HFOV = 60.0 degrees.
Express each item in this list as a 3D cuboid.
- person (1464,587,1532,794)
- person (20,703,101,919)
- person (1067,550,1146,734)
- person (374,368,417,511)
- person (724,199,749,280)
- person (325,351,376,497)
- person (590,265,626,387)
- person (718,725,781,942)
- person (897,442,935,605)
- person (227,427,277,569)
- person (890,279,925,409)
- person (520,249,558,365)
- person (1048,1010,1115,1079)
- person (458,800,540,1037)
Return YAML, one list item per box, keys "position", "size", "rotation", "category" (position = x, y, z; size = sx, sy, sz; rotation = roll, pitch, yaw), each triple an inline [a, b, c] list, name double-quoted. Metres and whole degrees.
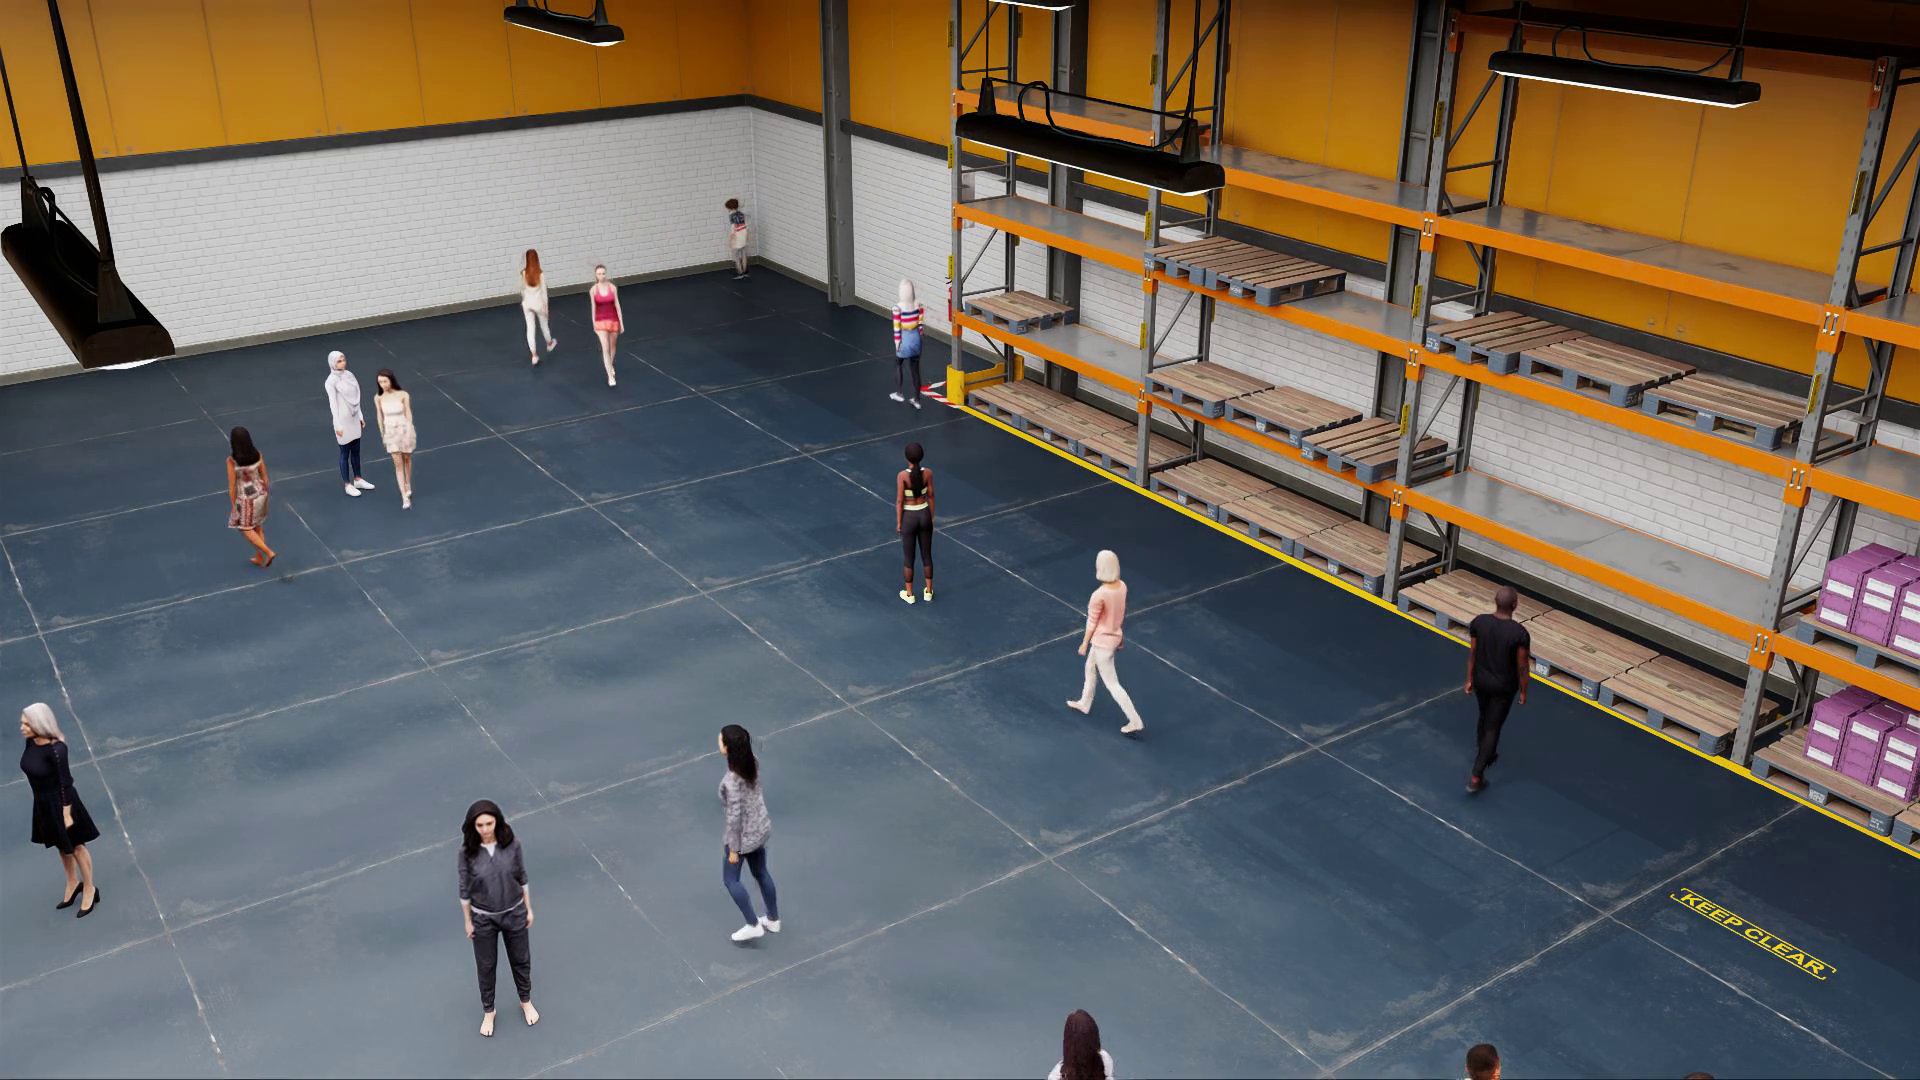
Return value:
- position: [4.446, 1.258, 13.901]
  size: [0.837, 1.803, 0.953]
  rotation: [-22, 32, -40]
  category: "person"
- position: [-6.684, 1.985, 12.308]
  size: [0.640, 1.747, 0.745]
  rotation: [13, 27, 26]
  category: "person"
- position: [1.360, 0.943, 14.767]
  size: [1.182, 1.686, 0.828]
  rotation: [17, 29, 33]
  category: "person"
- position: [-6.630, -1.229, 19.742]
  size: [0.840, 1.682, 1.116]
  rotation: [-5, 24, -11]
  category: "person"
- position: [-3.912, -5.386, 29.577]
  size: [0.737, 1.420, 0.633]
  rotation: [-19, 30, -36]
  category: "person"
- position: [-7.403, -1.423, 20.068]
  size: [0.704, 1.776, 0.688]
  rotation: [9, 25, 20]
  category: "person"
- position: [-5.103, -3.134, 24.070]
  size: [0.751, 1.706, 1.186]
  rotation: [-9, 25, -19]
  category: "person"
- position: [-1.513, 2.133, 12.006]
  size: [0.791, 1.717, 0.754]
  rotation: [9, 25, 19]
  category: "person"
- position: [-0.450, -0.183, 17.256]
  size: [0.615, 1.755, 0.604]
  rotation: [-7, 25, -16]
  category: "person"
- position: [-7.624, -0.419, 17.950]
  size: [0.912, 1.633, 0.803]
  rotation: [16, 28, 32]
  category: "person"
- position: [-0.655, -2.695, 22.961]
  size: [0.726, 1.789, 0.830]
  rotation: [-11, 26, -23]
  category: "person"
- position: [-6.371, -3.449, 24.829]
  size: [1.012, 1.674, 1.151]
  rotation: [0, 24, 1]
  category: "person"
- position: [0.724, 3.381, 9.276]
  size: [0.627, 1.616, 0.864]
  rotation: [-16, 28, -31]
  category: "person"
- position: [-3.090, 2.492, 11.127]
  size: [0.644, 1.764, 0.581]
  rotation: [-10, 25, -21]
  category: "person"
